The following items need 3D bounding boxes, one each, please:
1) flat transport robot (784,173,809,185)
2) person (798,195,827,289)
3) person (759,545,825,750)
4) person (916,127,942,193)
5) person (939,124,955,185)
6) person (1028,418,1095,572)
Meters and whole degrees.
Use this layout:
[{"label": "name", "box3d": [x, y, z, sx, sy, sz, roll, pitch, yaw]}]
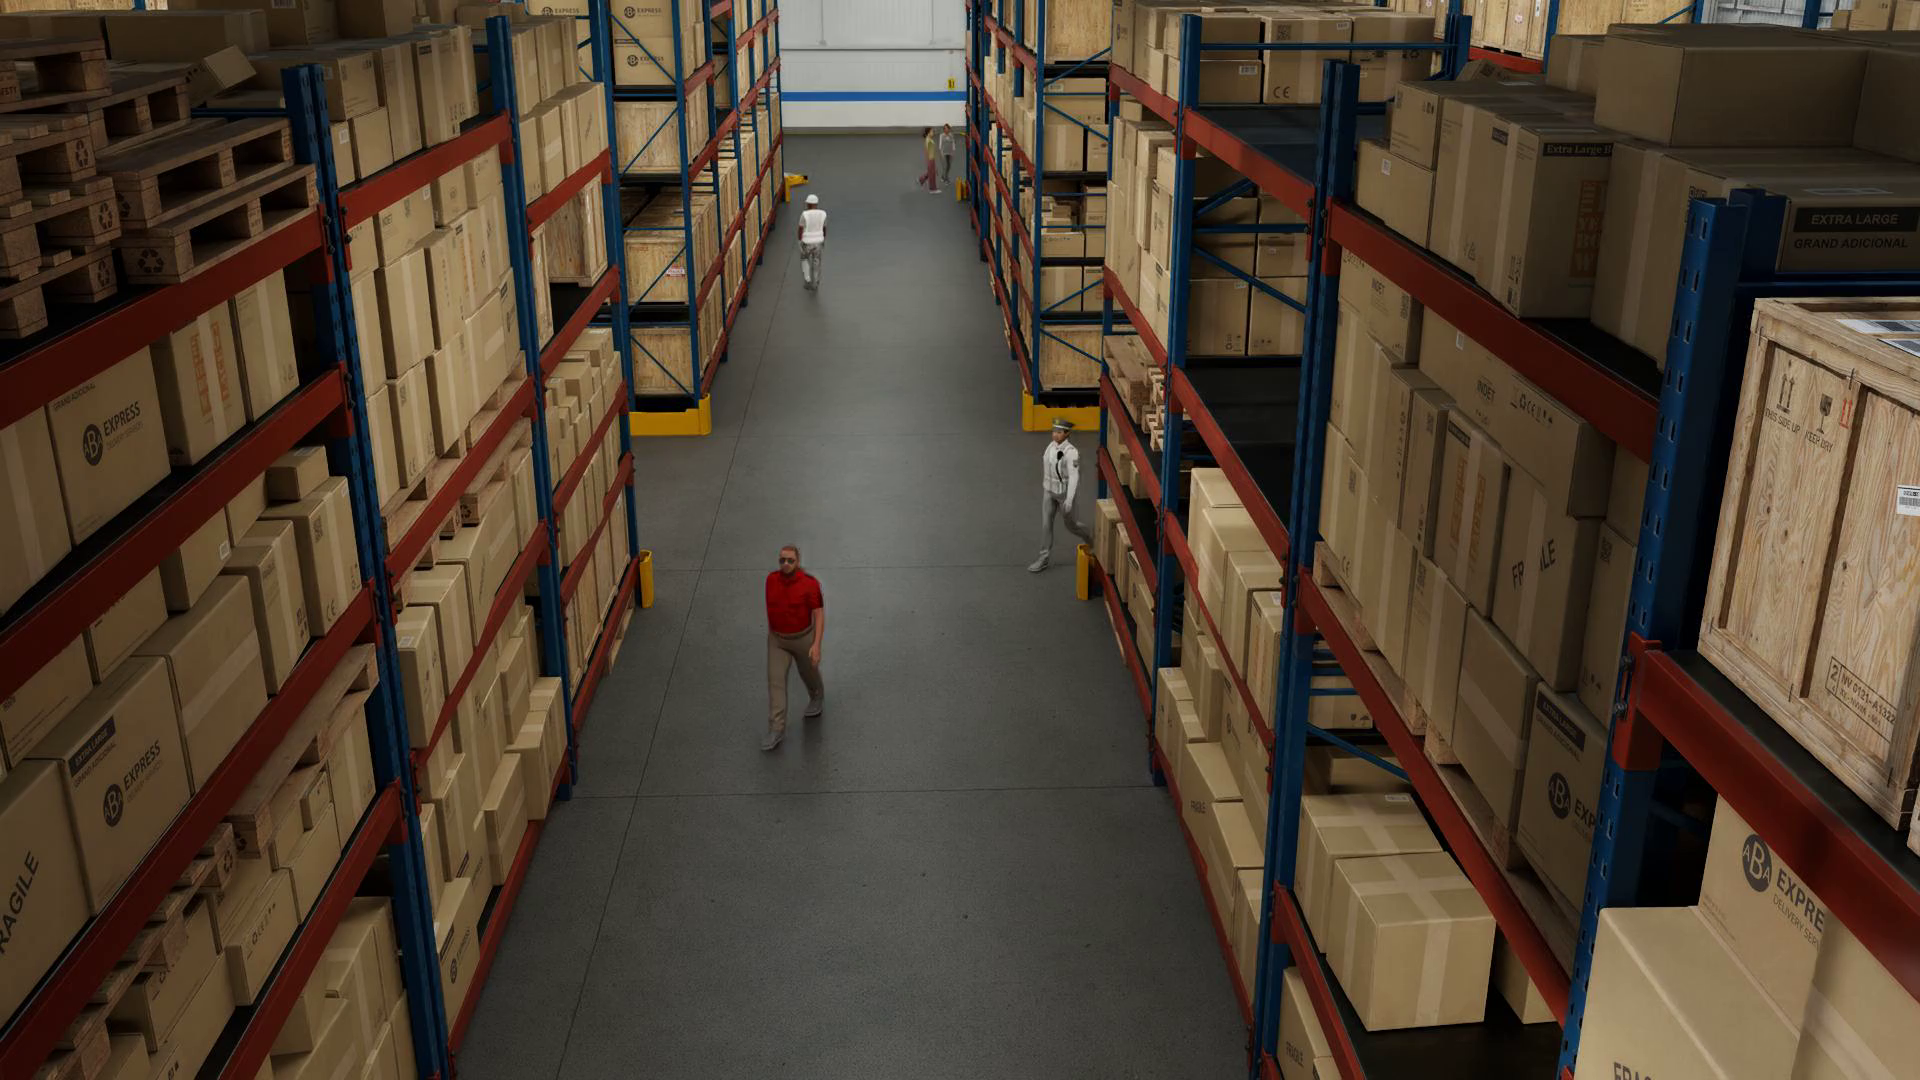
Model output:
[{"label": "flat transport robot", "box3d": [-4.820, -9.725, 44.790, 1.431, 0.259, 0.659, 13, 24, 31]}, {"label": "person", "box3d": [-2.807, -5.668, 31.599, 0.575, 1.779, 0.455, -5, 21, -13]}, {"label": "person", "box3d": [-1.424, 0.862, 14.259, 0.575, 1.683, 1.046, 5, 21, 12]}, {"label": "person", "box3d": [-0.809, -9.793, 42.853, 0.662, 1.666, 0.446, 0, 20, 1]}, {"label": "person", "box3d": [-0.358, -10.268, 44.236, 0.422, 1.597, 0.471, -7, 21, -17]}, {"label": "person", "box3d": [1.127, -0.527, 18.047, 0.904, 1.678, 0.491, -18, 27, -39]}]
